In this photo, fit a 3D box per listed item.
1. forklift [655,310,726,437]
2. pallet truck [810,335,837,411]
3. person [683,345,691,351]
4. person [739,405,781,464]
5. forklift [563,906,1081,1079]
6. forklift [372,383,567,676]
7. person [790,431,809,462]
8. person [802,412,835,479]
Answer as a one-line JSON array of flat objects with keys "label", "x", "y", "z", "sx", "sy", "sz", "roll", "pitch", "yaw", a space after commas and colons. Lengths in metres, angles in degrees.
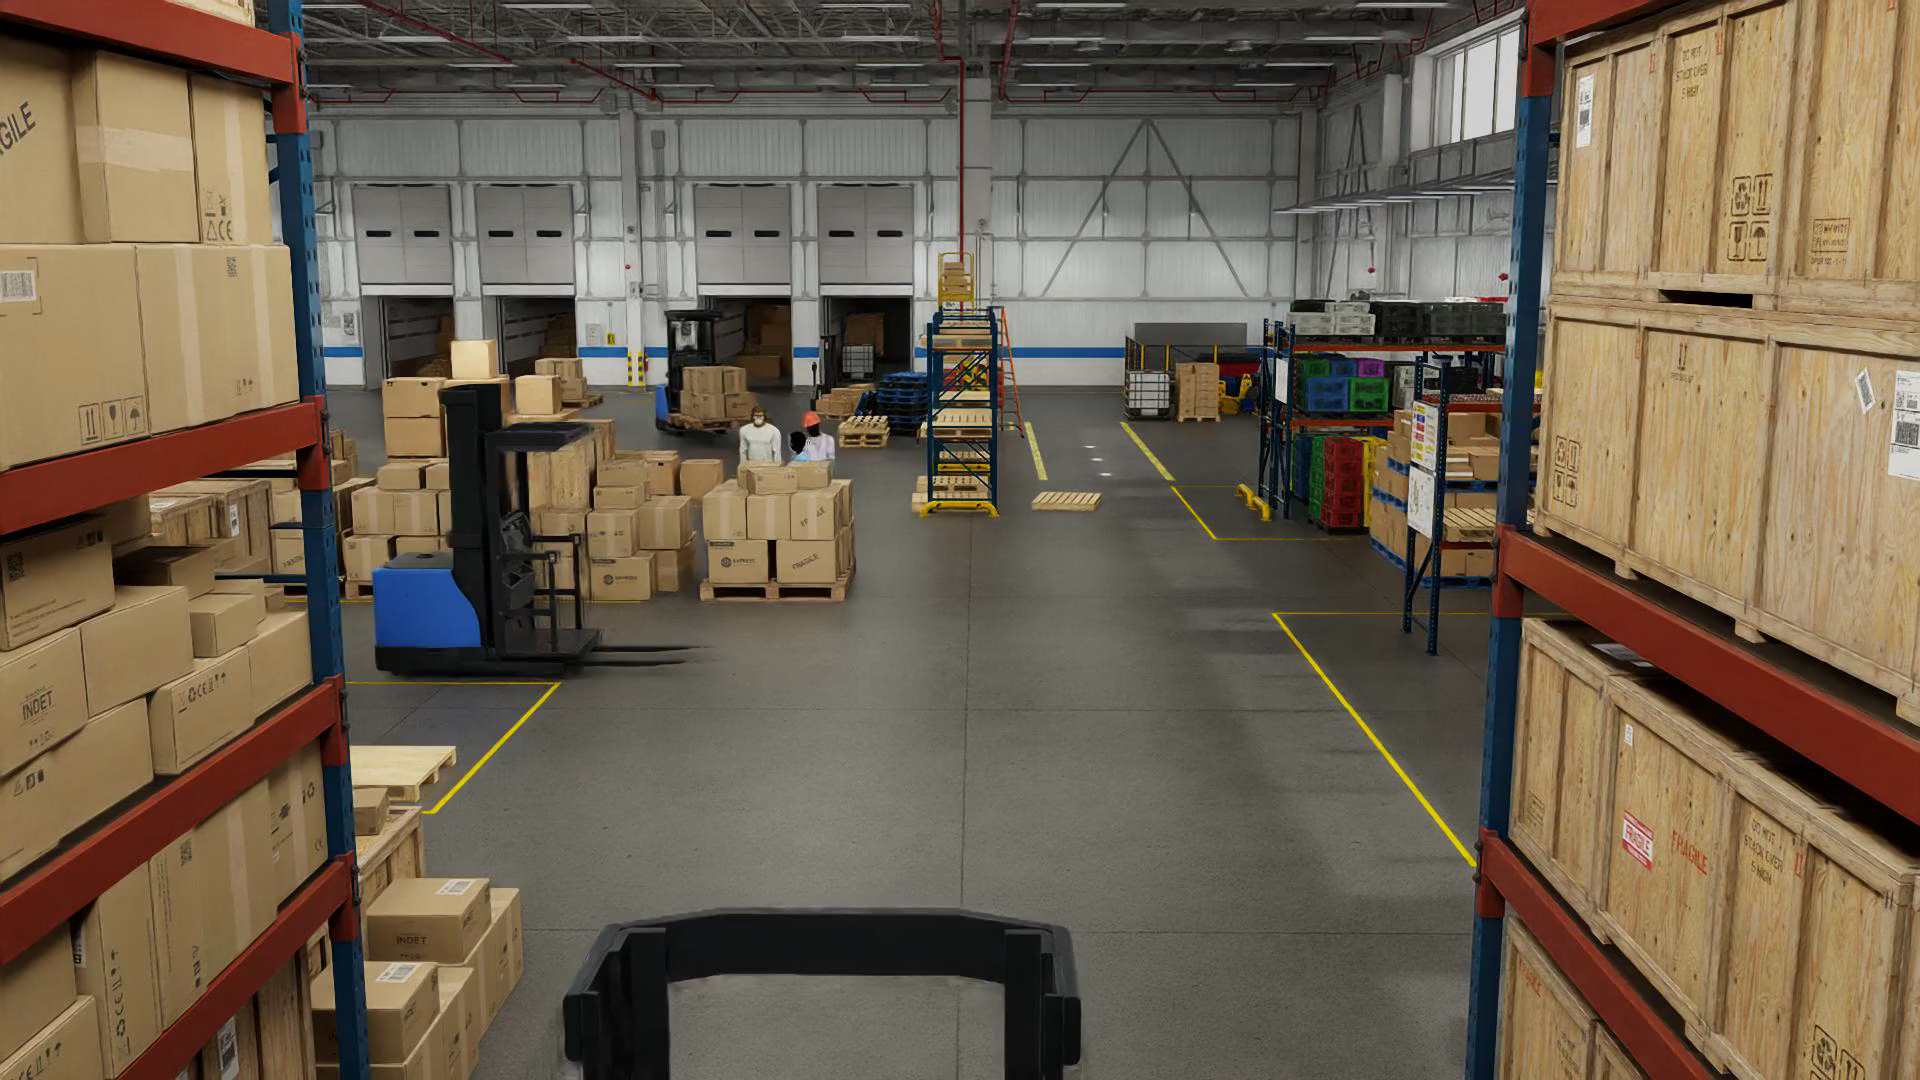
[{"label": "forklift", "x": -6.209, "y": -3.840, "z": 37.859, "sx": 1.129, "sy": 2.768, "sz": 1.873, "roll": -5, "pitch": 11, "yaw": -27}, {"label": "pallet truck", "x": -3.021, "y": -4.312, "z": 43.126, "sx": 1.885, "sy": 1.965, "sz": 0.823, "roll": 3, "pitch": 10, "yaw": 17}, {"label": "person", "x": -7.326, "y": -4.376, "z": 44.422, "sx": 0.786, "sy": 1.660, "sz": 0.555, "roll": 8, "pitch": 12, "yaw": 37}, {"label": "person", "x": -2.916, "y": -1.014, "z": 24.320, "sx": 0.624, "sy": 1.932, "sz": 0.374, "roll": 2, "pitch": 10, "yaw": 10}, {"label": "forklift", "x": -0.244, "y": 2.140, "z": 3.358, "sx": 1.129, "sy": 2.768, "sz": 1.873, "roll": 0, "pitch": 10, "yaw": 1}, {"label": "forklift", "x": -4.779, "y": -0.134, "z": 16.474, "sx": 1.873, "sy": 2.768, "sz": 1.129, "roll": 0, "pitch": 10, "yaw": 1}, {"label": "person", "x": -2.194, "y": -0.652, "z": 22.867, "sx": 0.317, "sy": 1.697, "sz": 0.540, "roll": -2, "pitch": 10, "yaw": -12}, {"label": "person", "x": -2.104, "y": -0.937, "z": 24.021, "sx": 0.515, "sy": 1.879, "sz": 0.891, "roll": -4, "pitch": 11, "yaw": -22}]
